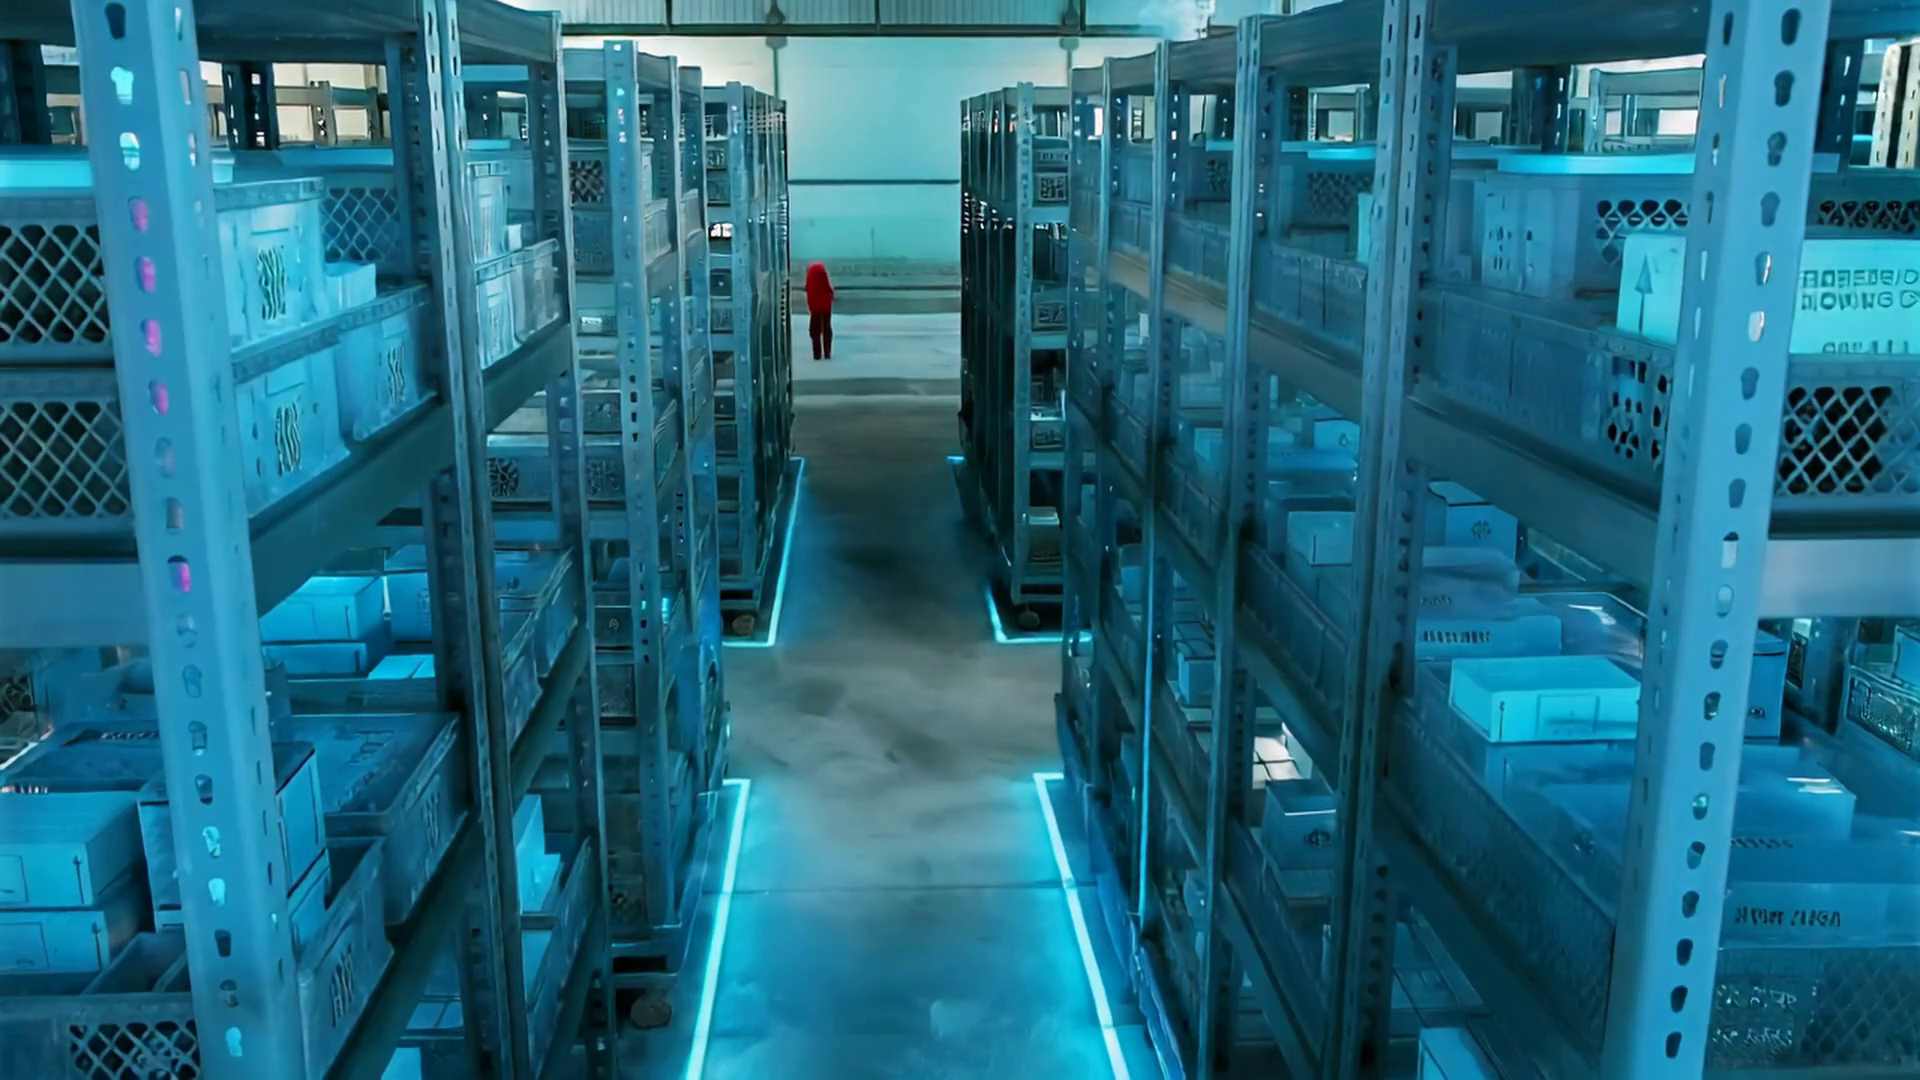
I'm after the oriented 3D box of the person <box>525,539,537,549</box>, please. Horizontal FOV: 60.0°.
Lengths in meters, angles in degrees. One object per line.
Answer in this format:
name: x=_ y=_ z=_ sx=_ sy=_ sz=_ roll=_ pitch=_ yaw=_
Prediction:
person: x=-2.714 y=-0.228 z=10.897 sx=0.599 sy=1.824 sz=0.606 roll=-3 pitch=14 yaw=-12
